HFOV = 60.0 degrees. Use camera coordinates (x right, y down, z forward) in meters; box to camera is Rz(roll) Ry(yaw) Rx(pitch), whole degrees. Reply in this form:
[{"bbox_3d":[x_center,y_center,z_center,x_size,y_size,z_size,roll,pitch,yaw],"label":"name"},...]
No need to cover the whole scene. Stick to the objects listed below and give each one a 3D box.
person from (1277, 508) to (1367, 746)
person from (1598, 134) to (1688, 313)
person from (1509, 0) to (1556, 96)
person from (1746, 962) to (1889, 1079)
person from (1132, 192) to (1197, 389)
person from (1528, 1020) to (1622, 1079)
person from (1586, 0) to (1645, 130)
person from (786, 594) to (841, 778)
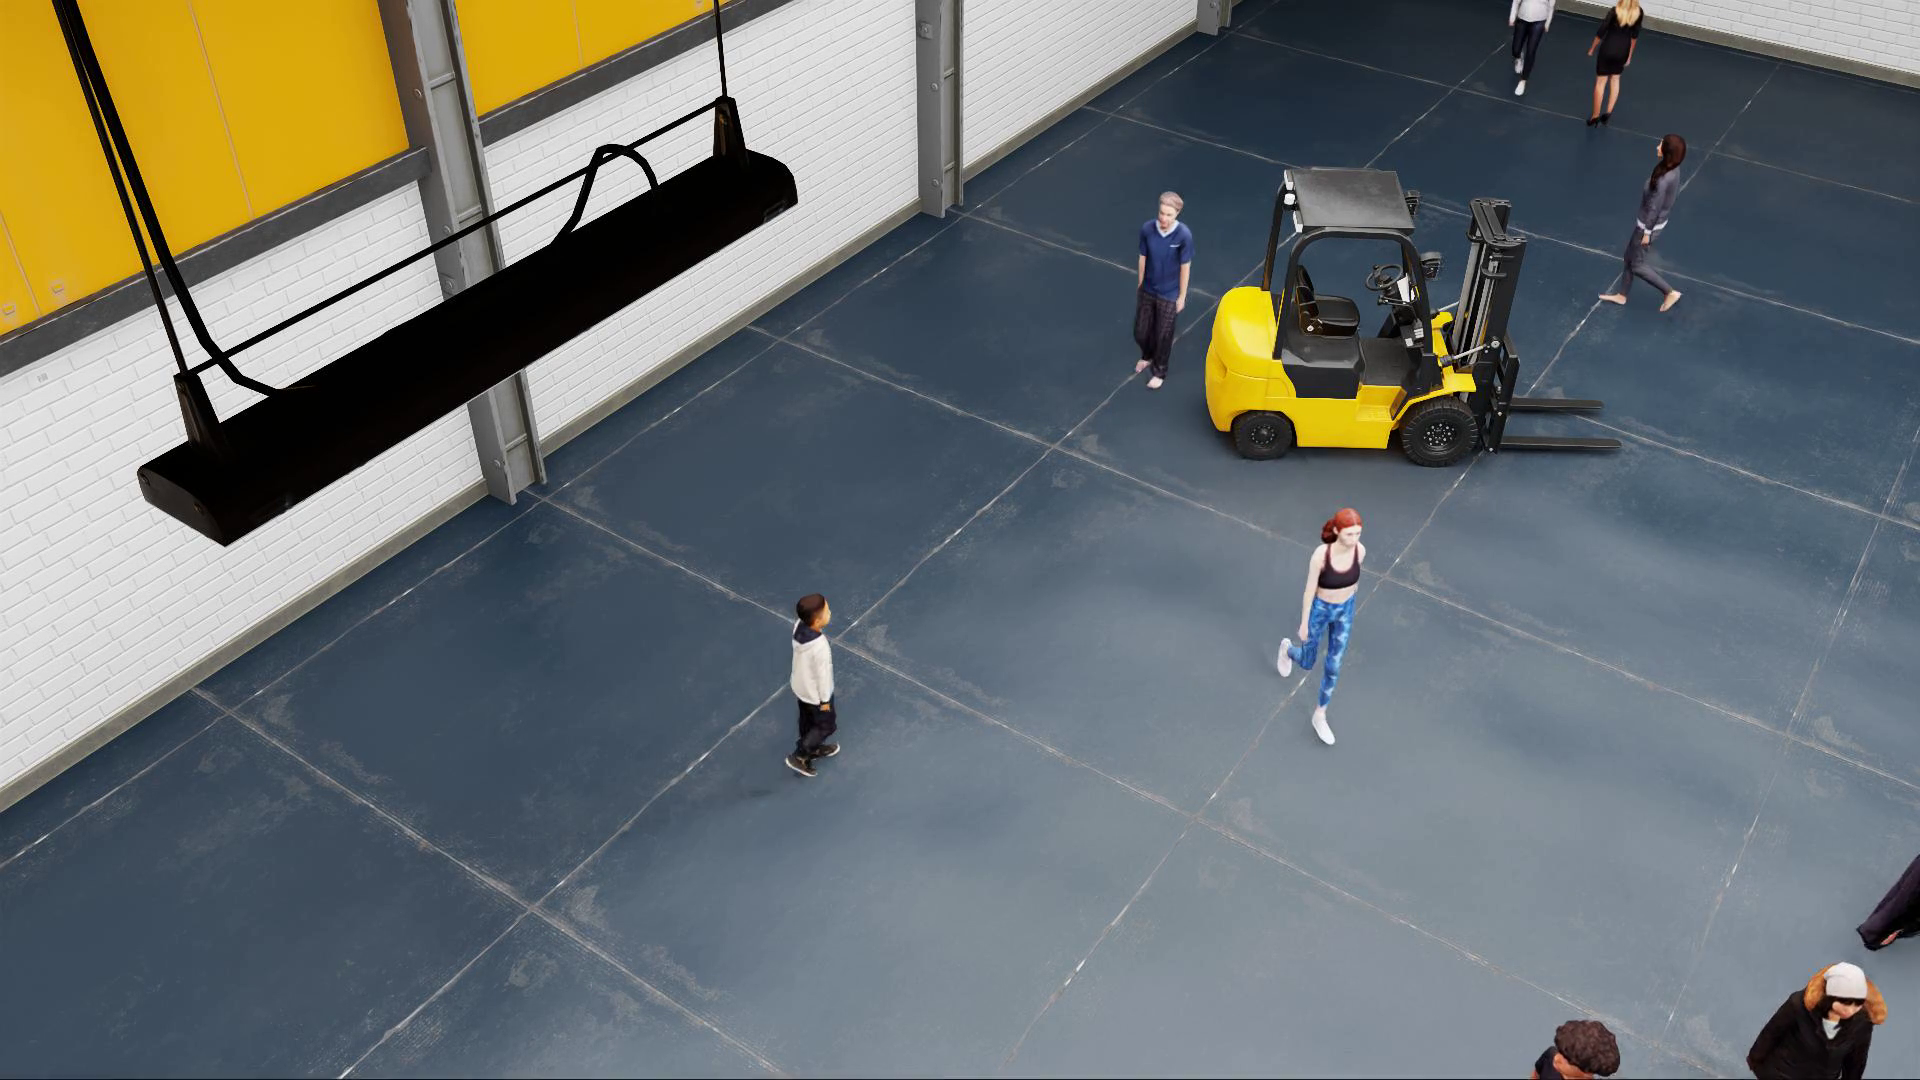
[{"bbox_3d":[2.407,0.487,11.083,1.007,1.770,1.024,-10,40,-12],"label":"person"},{"bbox_3d":[6.448,-2.887,15.324,0.760,1.751,0.909,17,42,20],"label":"person"},{"bbox_3d":[6.676,-6.075,19.370,0.728,1.684,0.897,14,41,17],"label":"person"},{"bbox_3d":[4.281,2.631,8.522,0.797,1.616,0.876,2,39,3],"label":"person"},{"bbox_3d":[1.776,-2.186,14.363,0.722,1.853,0.718,17,42,20],"label":"person"},{"bbox_3d":[2.969,2.915,8.061,1.171,1.747,1.152,-4,39,-5],"label":"person"},{"bbox_3d":[7.272,-5.369,18.498,0.691,1.669,0.746,-3,39,-4],"label":"person"},{"bbox_3d":[-1.017,0.952,10.761,0.779,1.446,0.722,-19,43,-23],"label":"person"}]
